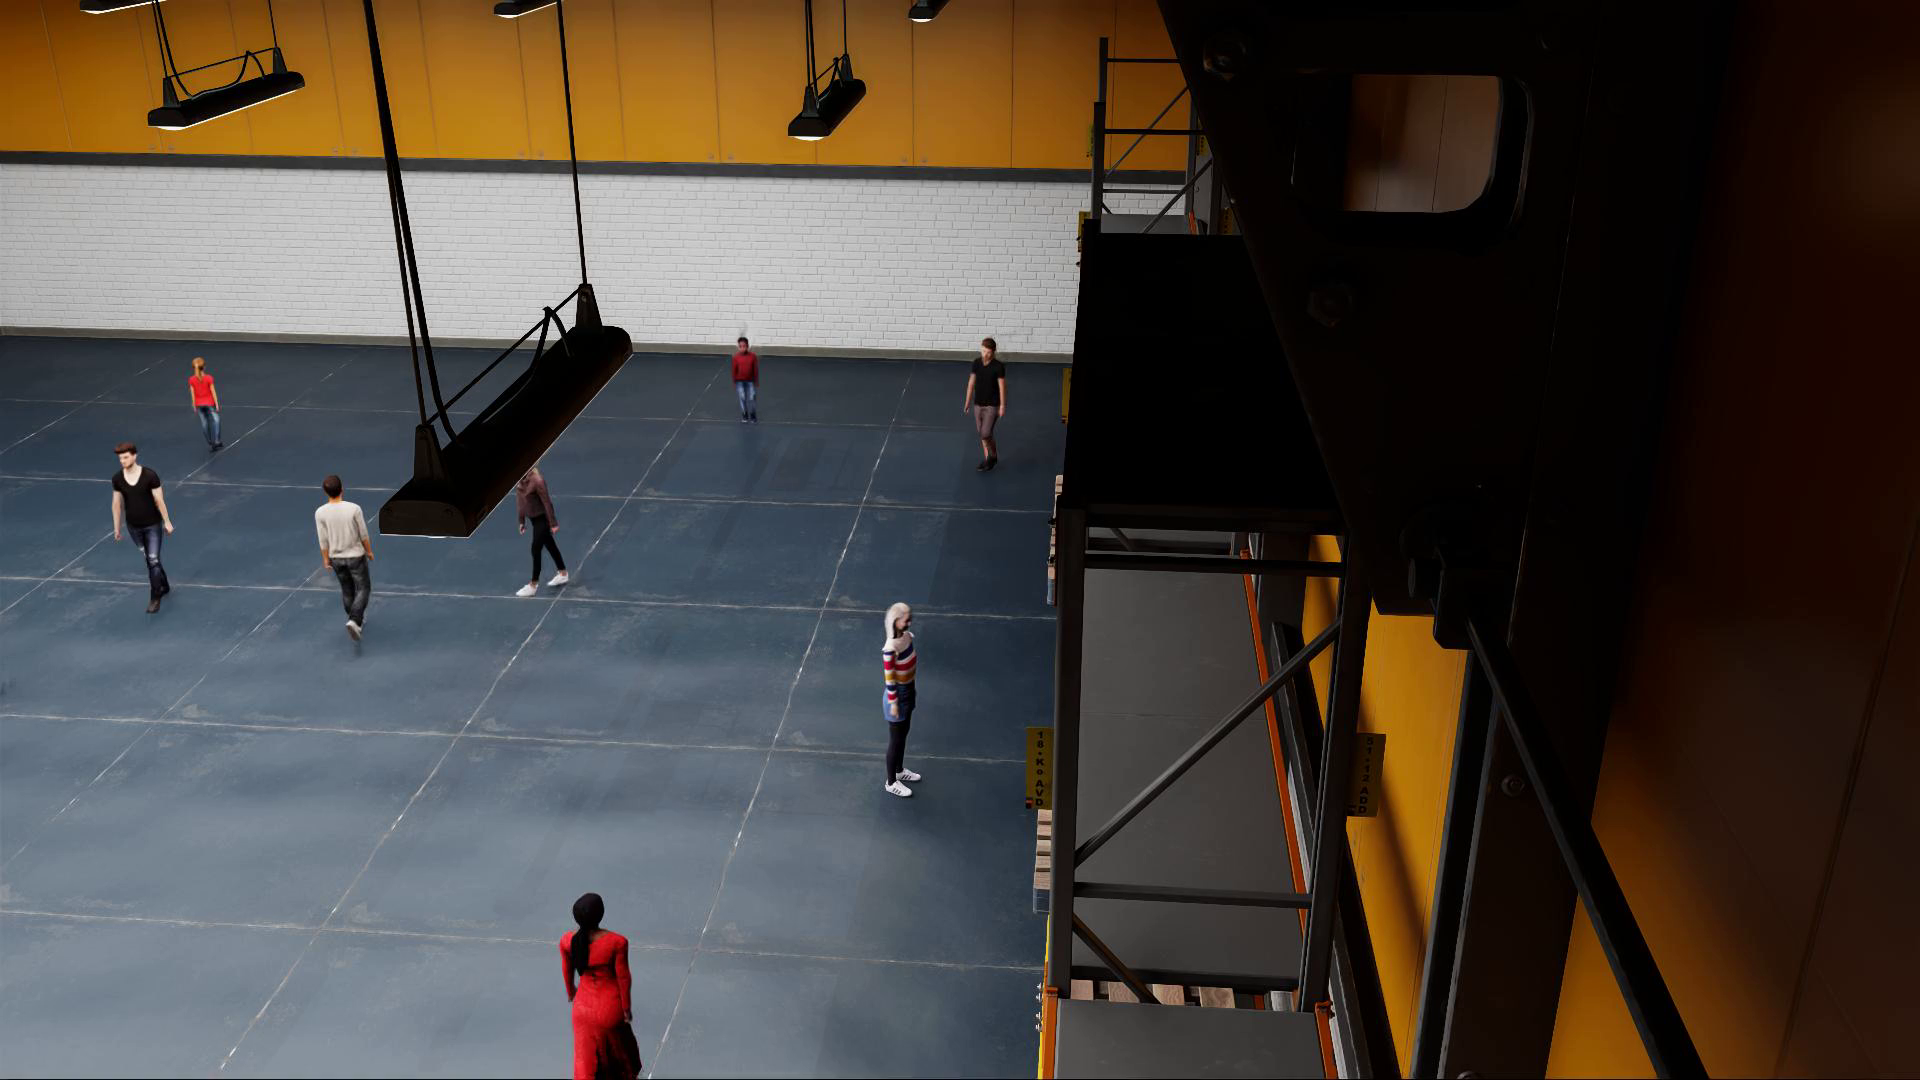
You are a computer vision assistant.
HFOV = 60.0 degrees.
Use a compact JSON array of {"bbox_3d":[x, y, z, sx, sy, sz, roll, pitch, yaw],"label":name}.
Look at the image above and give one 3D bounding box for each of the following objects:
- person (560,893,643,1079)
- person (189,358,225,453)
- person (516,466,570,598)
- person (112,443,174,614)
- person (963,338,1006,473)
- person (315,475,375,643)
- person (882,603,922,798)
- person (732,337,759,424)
[{"bbox_3d":[-2.358,3.110,10.714,0.655,1.744,1.135,1,24,3],"label":"person"},{"bbox_3d":[-10.230,-1.810,22.520,0.547,1.301,0.595,-6,24,-14],"label":"person"},{"bbox_3d":[-4.589,-0.225,18.448,0.946,1.659,1.036,21,31,39],"label":"person"},{"bbox_3d":[-8.854,-0.203,18.136,0.745,1.869,1.032,0,24,-1],"label":"person"},{"bbox_3d":[0.424,-1.797,21.814,0.833,1.844,0.797,-21,31,-40],"label":"person"},{"bbox_3d":[-6.371,0.208,17.287,0.775,1.797,1.004,-3,24,-7],"label":"person"},{"bbox_3d":[-0.538,1.371,14.607,0.761,1.811,0.548,8,25,17],"label":"person"},{"bbox_3d":[-3.057,-2.304,23.721,0.567,1.246,0.605,-3,24,-7],"label":"person"}]
